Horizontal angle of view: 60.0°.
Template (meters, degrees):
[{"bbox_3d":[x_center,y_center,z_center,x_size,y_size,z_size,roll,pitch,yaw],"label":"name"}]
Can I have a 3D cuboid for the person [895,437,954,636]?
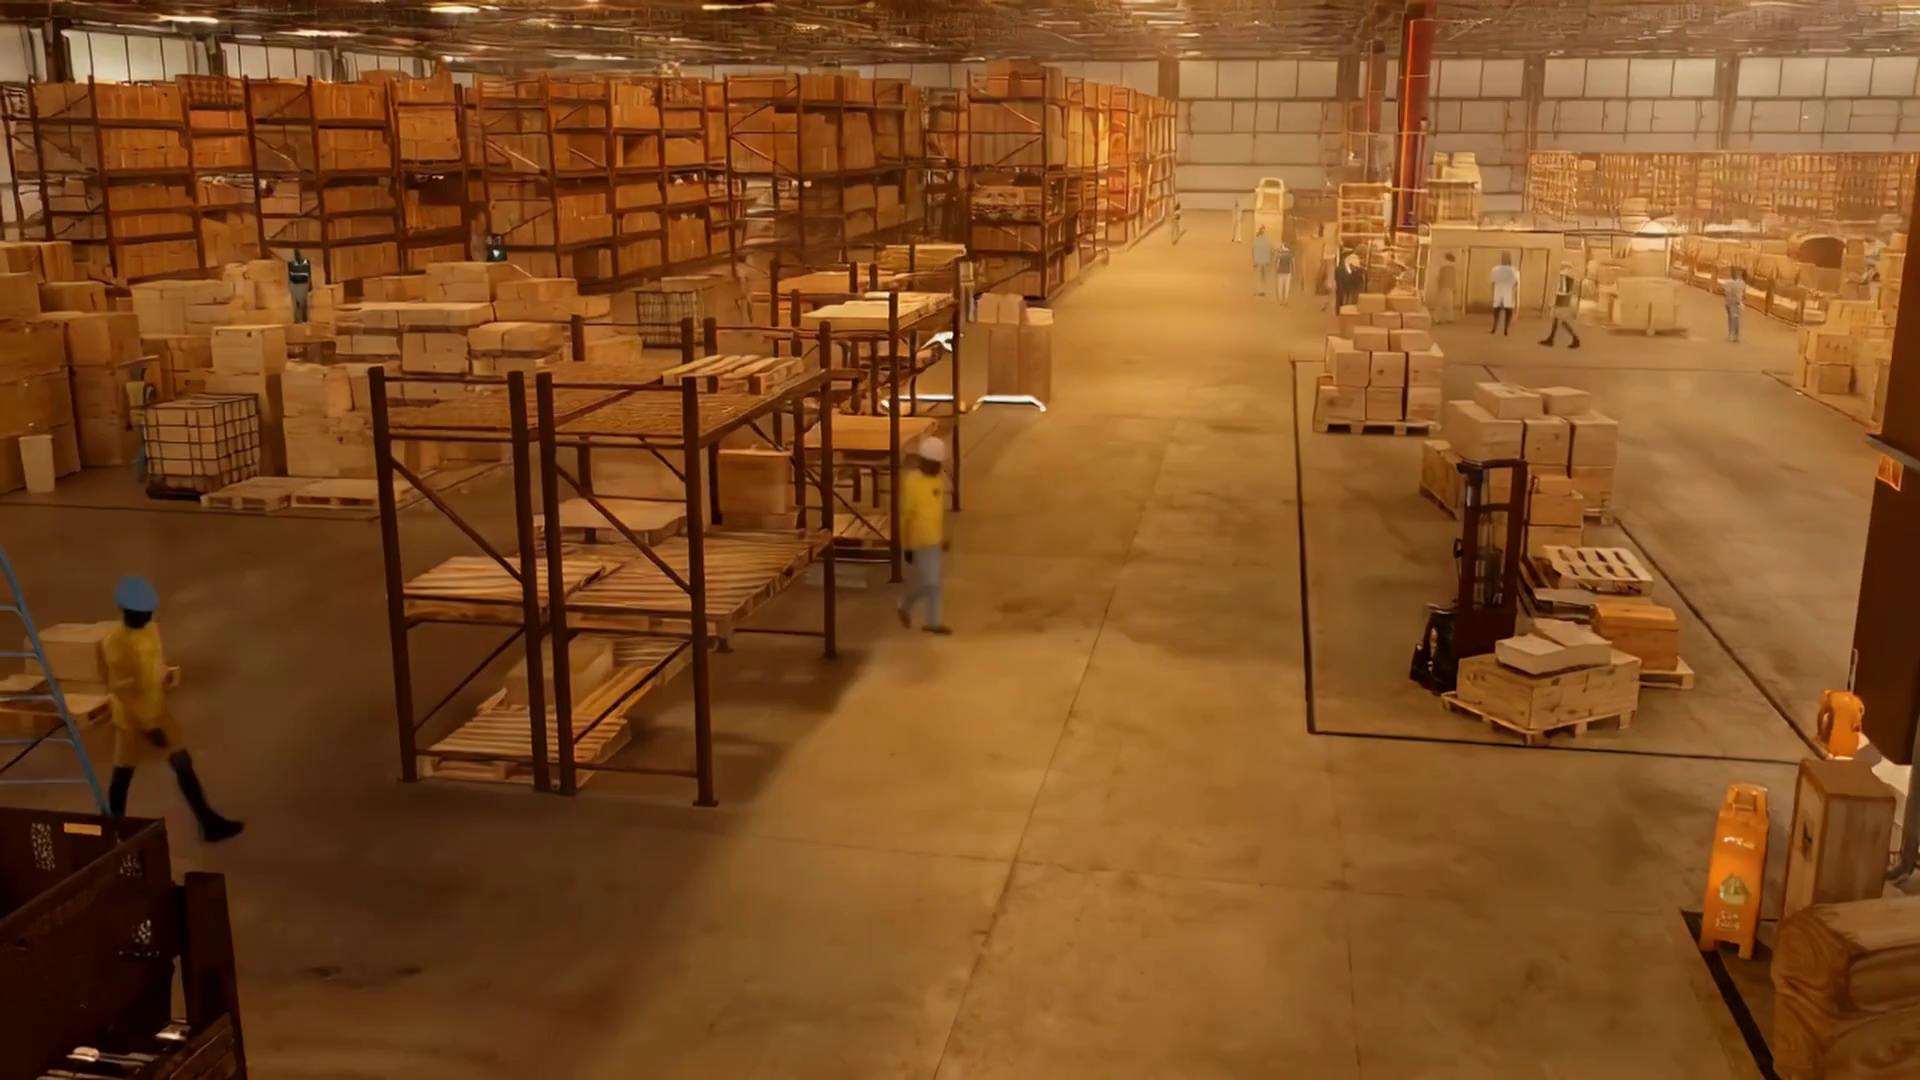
[{"bbox_3d":[-0.313,-0.026,15.311,0.516,1.907,0.663,10,17,35],"label":"person"}]

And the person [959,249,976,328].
[{"bbox_3d":[0.079,-6.051,39.894,0.574,1.857,0.852,-4,14,-15],"label":"person"}]

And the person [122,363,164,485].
[{"bbox_3d":[-10.861,-1.563,22.207,0.517,1.591,0.874,3,14,10],"label":"person"}]

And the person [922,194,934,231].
[{"bbox_3d":[-1.439,-14.819,75.524,0.588,1.834,0.403,-4,14,-14],"label":"person"}]

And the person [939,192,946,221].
[{"bbox_3d":[-0.873,-17.537,86.723,0.534,1.752,0.508,8,16,30],"label":"person"}]

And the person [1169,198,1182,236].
[{"bbox_3d":[9.555,-14.328,73.826,0.562,1.681,0.370,1,14,3],"label":"person"}]

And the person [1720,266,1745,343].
[{"bbox_3d":[17.171,-5.226,36.880,0.320,1.693,0.537,-1,14,-2],"label":"person"}]

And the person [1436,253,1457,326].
[{"bbox_3d":[11.713,-5.989,39.836,0.556,1.741,0.629,-12,18,-40],"label":"person"}]

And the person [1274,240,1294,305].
[{"bbox_3d":[8.682,-7.157,44.595,0.523,1.753,0.466,3,14,10],"label":"person"}]

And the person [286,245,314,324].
[{"bbox_3d":[-16.001,-6.193,40.353,0.592,1.911,0.385,-13,19,-43],"label":"person"}]

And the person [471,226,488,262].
[{"bbox_3d":[-14.360,-8.469,49.771,0.628,1.829,0.453,3,14,10],"label":"person"}]

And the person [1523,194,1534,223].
[{"bbox_3d":[24.495,-13.936,71.722,0.602,1.939,0.397,-9,17,-33],"label":"person"}]

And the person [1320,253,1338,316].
[{"bbox_3d":[9.462,-6.481,42.164,0.502,1.606,0.756,-12,18,-41],"label":"person"}]

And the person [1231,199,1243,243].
[{"bbox_3d":[11.594,-13.372,69.682,0.403,1.826,0.592,-10,17,-36],"label":"person"}]

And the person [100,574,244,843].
[{"bbox_3d":[-5.172,1.119,10.708,0.986,1.874,0.558,2,14,8],"label":"person"}]

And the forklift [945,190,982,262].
[{"bbox_3d":[0.033,-9.355,51.184,1.129,2.768,1.873,3,14,10],"label":"forklift"}]

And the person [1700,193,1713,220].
[{"bbox_3d":[34.021,-14.917,75.946,0.615,1.814,0.518,0,14,-2],"label":"person"}]

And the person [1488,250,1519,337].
[{"bbox_3d":[12.395,-5.630,37.942,0.600,1.967,0.368,11,17,37],"label":"person"}]

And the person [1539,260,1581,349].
[{"bbox_3d":[13.069,-5.092,35.926,0.564,1.903,0.973,-13,19,-42],"label":"person"}]

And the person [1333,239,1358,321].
[{"bbox_3d":[9.534,-6.398,40.907,0.535,2.000,0.674,-11,17,-37],"label":"person"}]

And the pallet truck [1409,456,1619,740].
[{"bbox_3d":[4.504,0.400,13.395,0.823,1.965,1.885,-6,15,-23],"label":"pallet truck"}]

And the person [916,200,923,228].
[{"bbox_3d":[-1.961,-16.161,80.635,0.369,1.996,0.622,10,17,36],"label":"person"}]

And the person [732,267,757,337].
[{"bbox_3d":[-4.906,-5.415,37.835,0.549,1.602,0.780,-4,14,-16],"label":"person"}]

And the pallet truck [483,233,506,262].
[{"bbox_3d":[-11.832,-7.026,43.548,1.885,1.965,0.823,8,16,28],"label":"pallet truck"}]

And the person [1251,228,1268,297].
[{"bbox_3d":[8.456,-7.840,46.960,0.511,1.944,0.710,-5,15,-19],"label":"person"}]

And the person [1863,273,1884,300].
[{"bbox_3d":[18.377,-4.466,33.522,0.991,1.817,0.505,8,16,29],"label":"person"}]

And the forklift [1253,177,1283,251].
[{"bbox_3d":[12.083,-12.747,64.956,1.129,2.768,1.873,3,14,10],"label":"forklift"}]

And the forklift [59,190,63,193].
[{"bbox_3d":[-27.075,-9.373,51.257,1.129,2.768,1.873,3,14,10],"label":"forklift"}]

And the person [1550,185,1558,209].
[{"bbox_3d":[31.448,-17.925,88.107,0.382,1.845,0.571,-2,14,-10],"label":"person"}]

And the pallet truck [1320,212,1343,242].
[{"bbox_3d":[15.874,-13.227,70.310,0.680,1.201,1.601,10,17,35],"label":"pallet truck"}]
